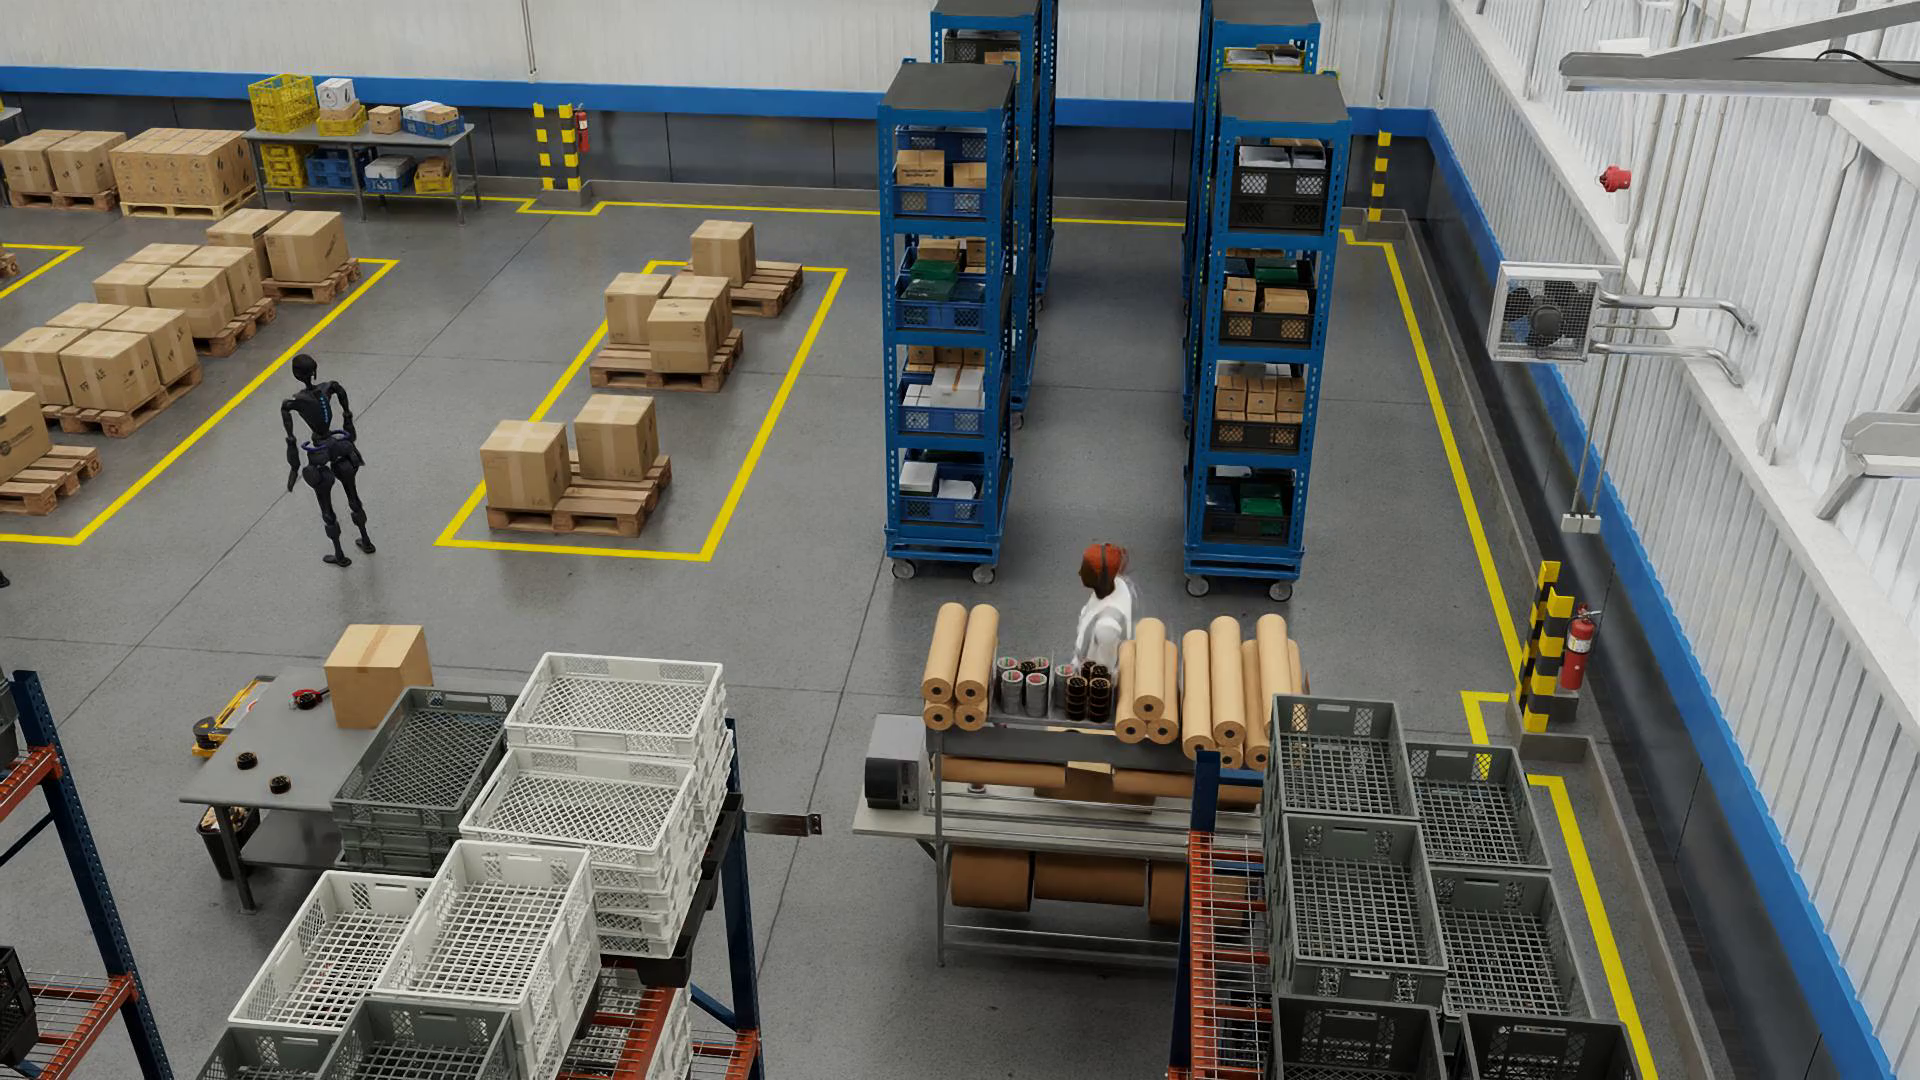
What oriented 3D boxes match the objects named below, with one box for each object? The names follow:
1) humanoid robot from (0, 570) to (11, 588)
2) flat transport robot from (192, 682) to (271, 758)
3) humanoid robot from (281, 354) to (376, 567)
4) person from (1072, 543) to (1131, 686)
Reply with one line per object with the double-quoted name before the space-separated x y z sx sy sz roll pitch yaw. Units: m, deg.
"humanoid robot" -7.260 -0.361 11.895 0.344 1.649 0.546 18 35 28
"flat transport robot" -4.089 1.163 10.648 1.431 0.197 0.652 3 30 6
"humanoid robot" -4.693 -0.605 12.298 0.331 1.657 0.599 21 36 32
"person" 0.860 0.822 9.678 0.685 1.859 0.583 5 31 9
